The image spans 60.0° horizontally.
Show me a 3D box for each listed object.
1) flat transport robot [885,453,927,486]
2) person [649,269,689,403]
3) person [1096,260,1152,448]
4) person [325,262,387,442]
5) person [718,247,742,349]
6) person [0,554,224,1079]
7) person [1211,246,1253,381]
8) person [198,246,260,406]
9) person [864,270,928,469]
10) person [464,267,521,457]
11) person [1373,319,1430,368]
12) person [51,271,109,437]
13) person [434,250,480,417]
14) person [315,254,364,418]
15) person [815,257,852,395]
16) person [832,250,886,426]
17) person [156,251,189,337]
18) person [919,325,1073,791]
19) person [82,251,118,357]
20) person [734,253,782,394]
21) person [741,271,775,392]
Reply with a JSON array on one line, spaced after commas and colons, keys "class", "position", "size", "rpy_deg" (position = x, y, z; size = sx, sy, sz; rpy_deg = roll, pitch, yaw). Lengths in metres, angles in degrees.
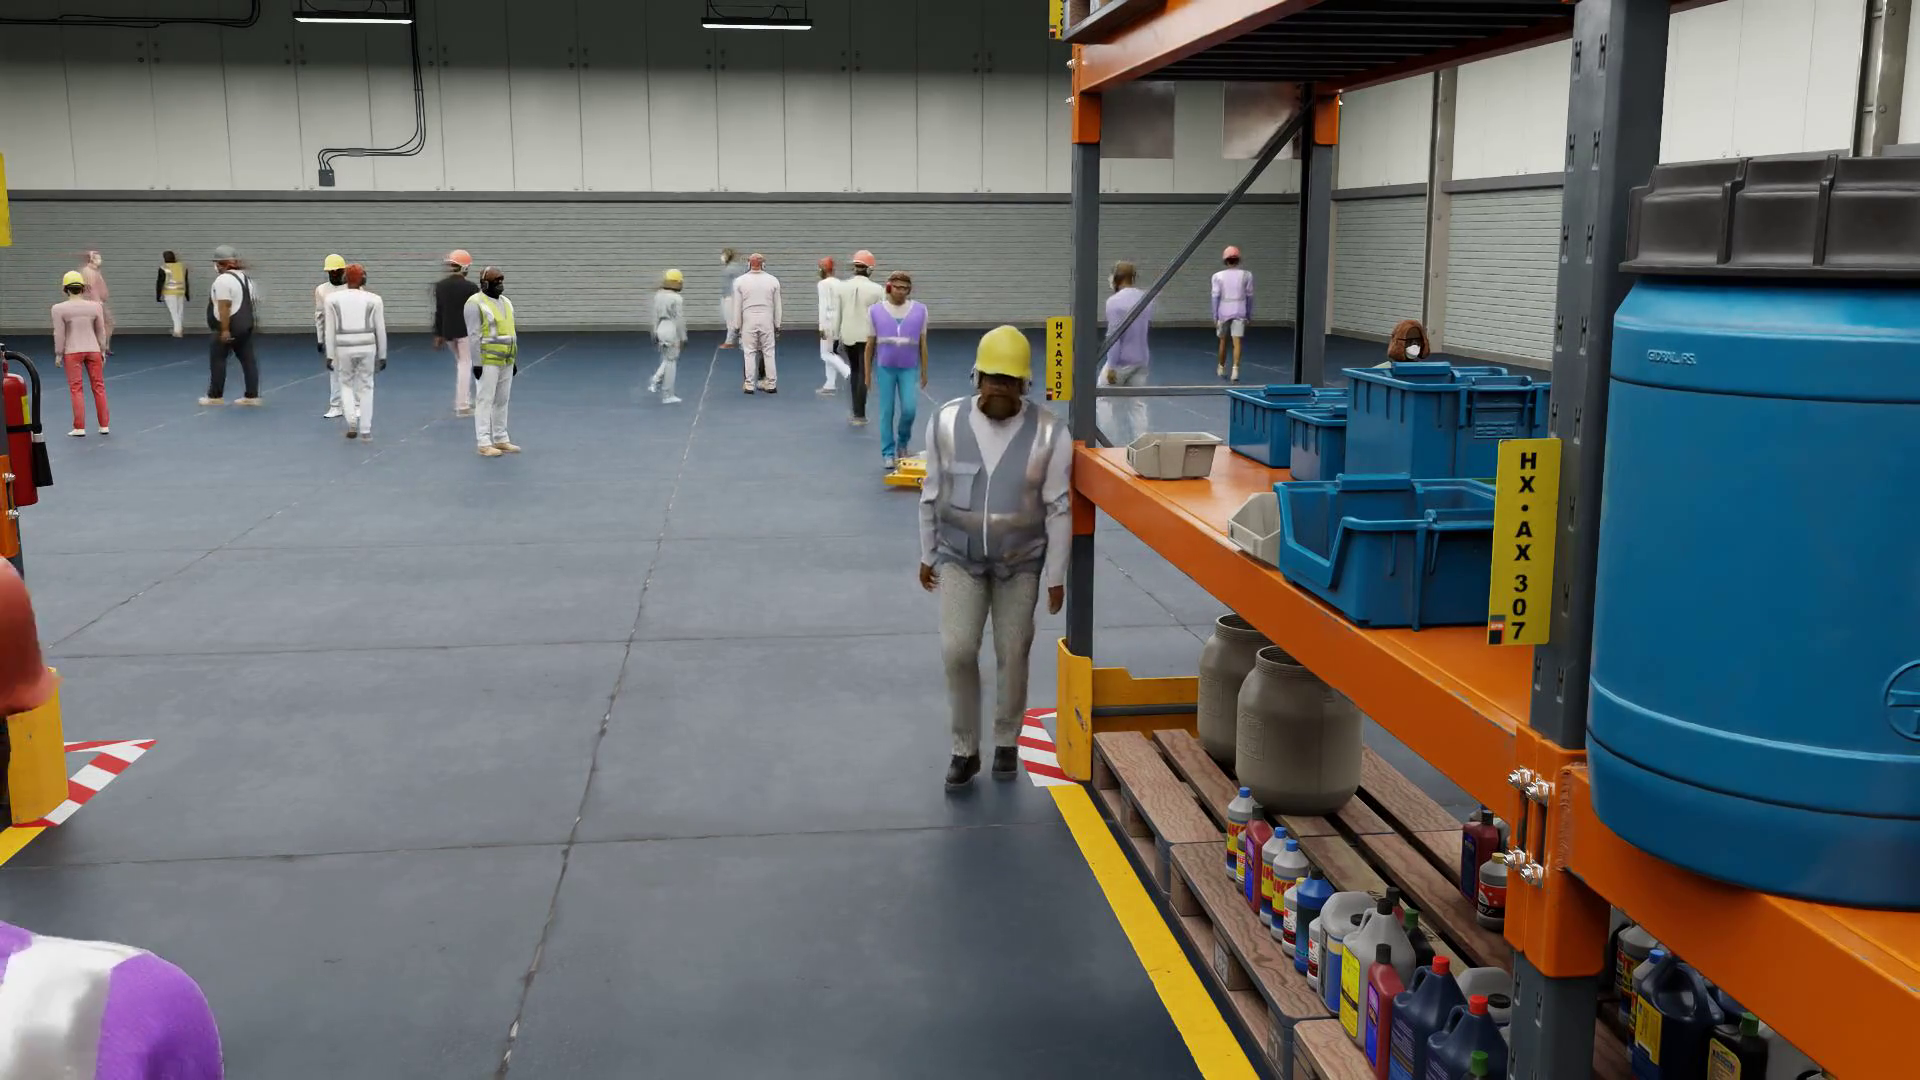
[{"class": "flat transport robot", "position": [-0.074, -0.660, 14.643], "size": [0.652, 0.197, 1.431], "rpy_deg": [4, 11, 21]}, {"class": "person", "position": [-3.706, -2.619, 21.400], "size": [0.509, 1.721, 0.385], "rpy_deg": [9, 14, 41]}, {"class": "person", "position": [1.495, -1.644, 15.530], "size": [0.601, 1.915, 0.648], "rpy_deg": [10, 14, 43]}, {"class": "person", "position": [-6.281, -1.950, 17.337], "size": [0.607, 1.862, 0.471], "rpy_deg": [-3, 11, -15]}, {"class": "person", "position": [-4.377, -4.623, 31.824], "size": [0.536, 1.929, 0.646], "rpy_deg": [-5, 12, -27]}, {"class": "person", "position": [-0.898, 0.902, 1.587], "size": [0.570, 1.905, 0.875], "rpy_deg": [-1, 10, -7]}, {"class": "person", "position": [4.058, -3.377, 24.861], "size": [0.614, 1.993, 1.070], "rpy_deg": [1, 10, 6]}, {"class": "person", "position": [-9.288, -2.700, 20.975], "size": [0.838, 2.000, 0.713], "rpy_deg": [1, 10, 7]}, {"class": "person", "position": [-0.589, -1.560, 15.307], "size": [0.603, 1.821, 0.463], "rpy_deg": [-1, 10, -7]}, {"class": "person", "position": [-4.554, -1.746, 16.290], "size": [0.429, 1.841, 0.634], "rpy_deg": [4, 11, 21]}, {"class": "person", "position": [2.729, -0.542, 10.261], "size": [0.508, 1.632, 0.270], "rpy_deg": [-3, 11, -16]}, {"class": "person", "position": [-9.434, -1.992, 17.842], "size": [0.315, 1.770, 0.524], "rpy_deg": [10, 14, 42]}, {"class": "person", "position": [-5.874, -2.469, 19.891], "size": [0.660, 1.970, 0.748], "rpy_deg": [5, 11, 24]}, {"class": "person", "position": [-7.297, -2.394, 19.606], "size": [0.595, 1.925, 0.371], "rpy_deg": [0, 10, 1]}, {"class": "person", "position": [-1.634, -2.852, 22.315], "size": [0.671, 1.859, 0.623], "rpy_deg": [5, 12, 27]}, {"class": "person", "position": [-1.074, -2.307, 19.006], "size": [0.663, 1.965, 0.803], "rpy_deg": [4, 11, 20]}, {"class": "person", "position": [-16.900, -5.251, 35.557], "size": [0.759, 1.816, 0.658], "rpy_deg": [6, 12, 31]}, {"class": "person", "position": [0.125, 0.077, 6.392], "size": [0.618, 1.799, 0.638], "rpy_deg": [1, 10, 8]}, {"class": "person", "position": [-15.195, -4.163, 29.415], "size": [0.611, 1.882, 0.669], "rpy_deg": [-5, 11, -24]}, {"class": "person", "position": [-2.758, -2.942, 22.669], "size": [0.649, 1.906, 0.401], "rpy_deg": [-2, 11, -12]}, {"class": "person", "position": [-2.800, -2.880, 22.941], "size": [0.737, 1.679, 0.386], "rpy_deg": [8, 13, 38]}]
